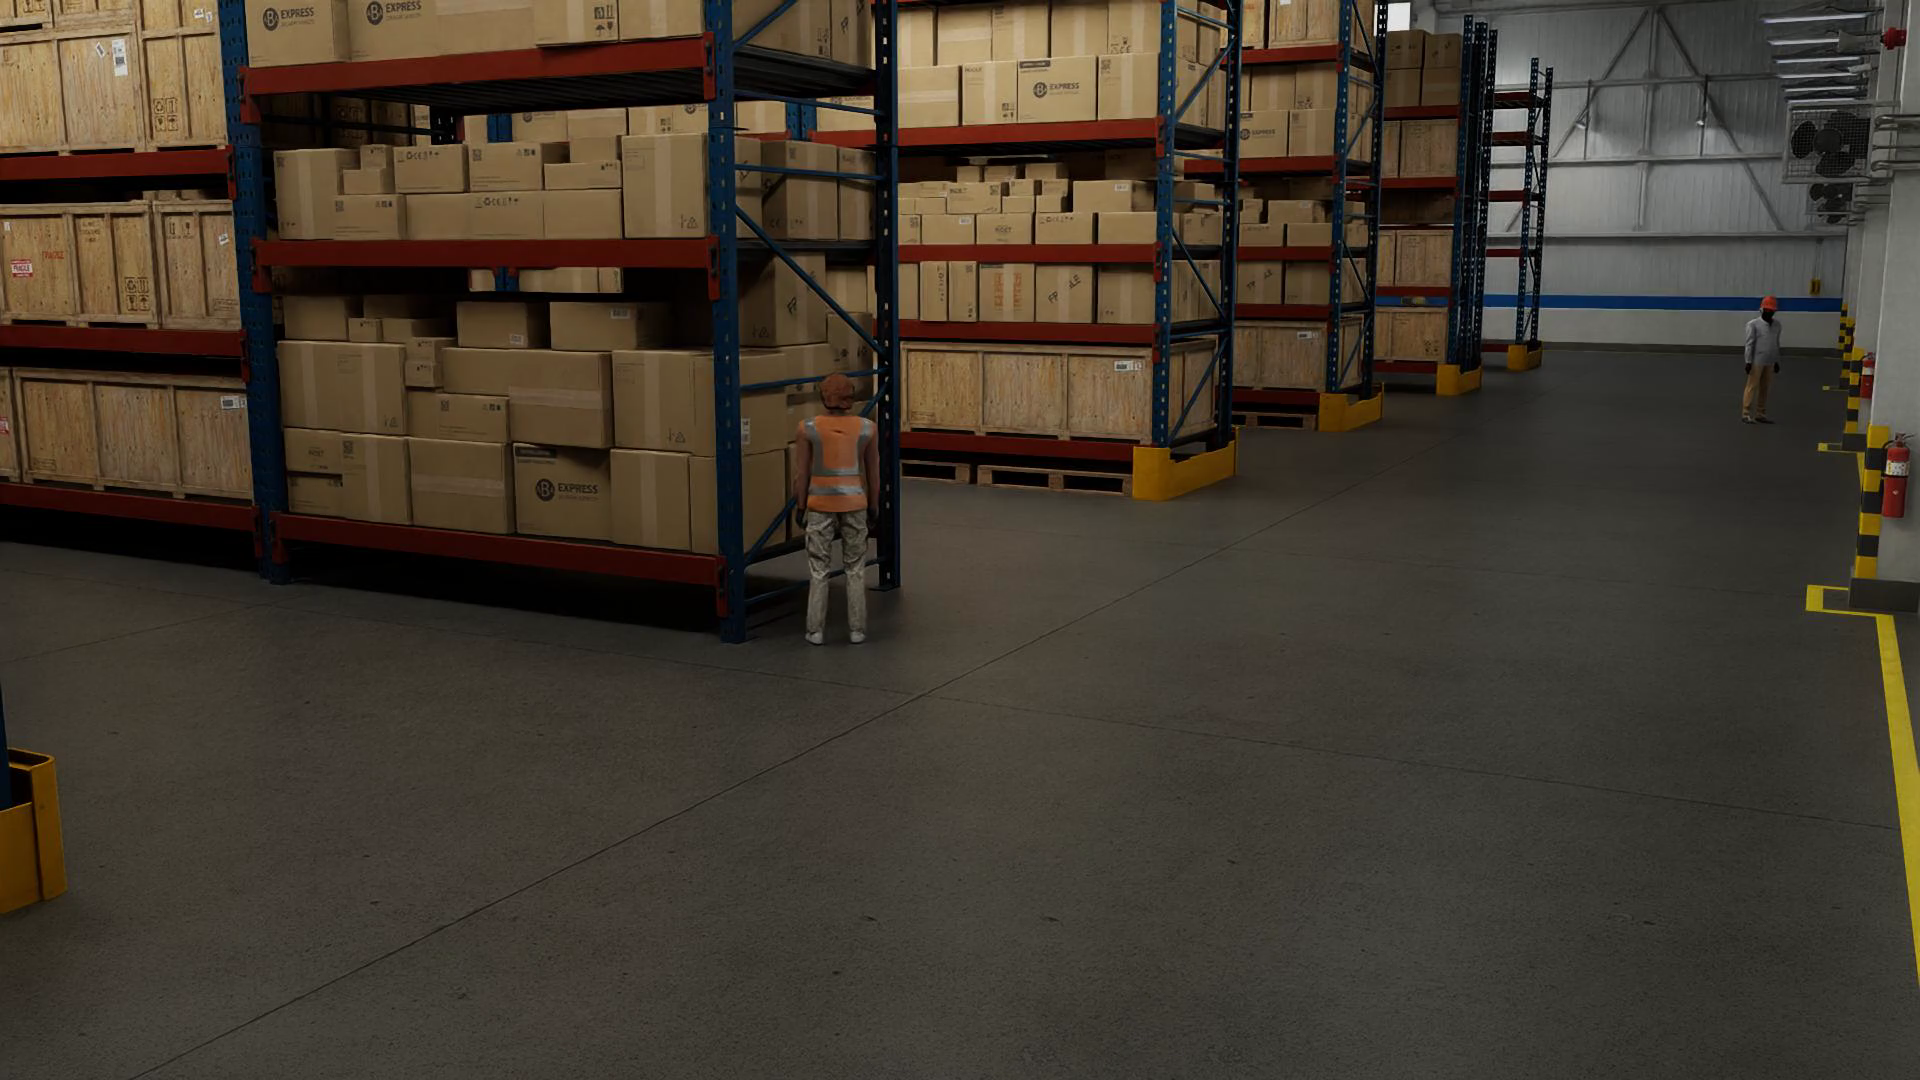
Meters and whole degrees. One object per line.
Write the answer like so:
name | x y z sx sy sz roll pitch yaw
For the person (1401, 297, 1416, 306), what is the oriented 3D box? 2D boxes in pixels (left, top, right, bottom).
person | 9.834 -4.998 37.005 0.906 1.898 0.562 6 12 33

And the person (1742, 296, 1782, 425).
person | 10.960 -2.447 22.677 0.565 1.748 0.339 -3 10 -18

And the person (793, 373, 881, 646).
person | -0.726 -0.177 9.897 0.523 1.631 0.315 -2 10 -13
